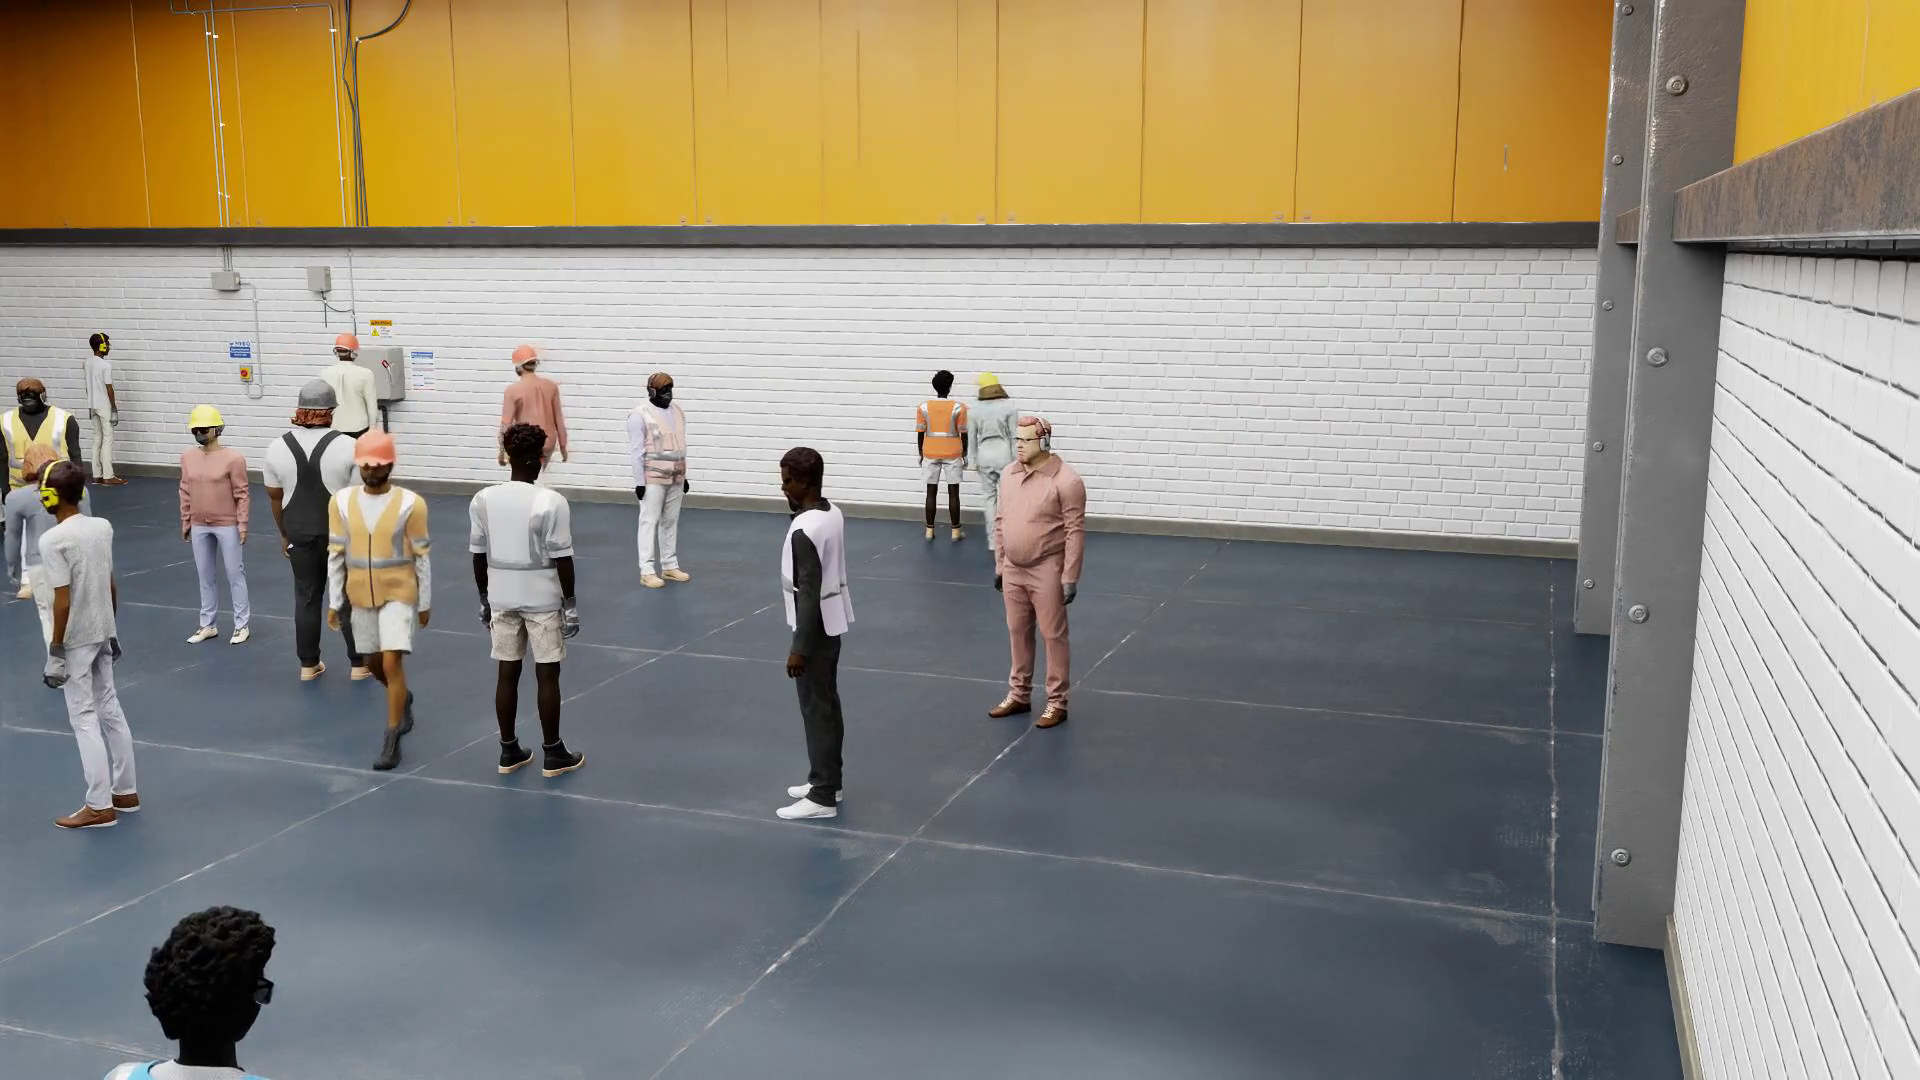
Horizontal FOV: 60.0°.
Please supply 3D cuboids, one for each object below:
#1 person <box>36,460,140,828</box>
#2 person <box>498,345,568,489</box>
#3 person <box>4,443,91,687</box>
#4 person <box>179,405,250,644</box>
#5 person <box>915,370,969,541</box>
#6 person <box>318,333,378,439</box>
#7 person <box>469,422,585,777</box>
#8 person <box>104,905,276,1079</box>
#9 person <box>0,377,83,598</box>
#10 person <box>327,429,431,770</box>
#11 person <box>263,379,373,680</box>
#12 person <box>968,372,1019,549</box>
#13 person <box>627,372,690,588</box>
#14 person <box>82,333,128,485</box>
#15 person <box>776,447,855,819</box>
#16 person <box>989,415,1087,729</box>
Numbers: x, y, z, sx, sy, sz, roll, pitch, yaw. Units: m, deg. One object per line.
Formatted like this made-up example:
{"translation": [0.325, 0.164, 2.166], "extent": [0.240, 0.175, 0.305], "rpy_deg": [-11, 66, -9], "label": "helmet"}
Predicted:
{"translation": [-4.423, 0.524, 8.374], "extent": [0.309, 1.861, 0.535], "rpy_deg": [1, 10, 6], "label": "person"}
{"translation": [-4.263, -0.944, 16.405], "extent": [1.018, 1.937, 0.643], "rpy_deg": [8, 13, 38], "label": "person"}
{"translation": [-6.084, 0.152, 11.129], "extent": [0.529, 1.611, 0.629], "rpy_deg": [-7, 12, -33], "label": "person"}
{"translation": [-5.472, -0.109, 12.210], "extent": [0.523, 1.769, 0.313], "rpy_deg": [1, 10, 6], "label": "person"}
{"translation": [-0.168, -0.831, 16.471], "extent": [0.542, 1.695, 0.316], "rpy_deg": [2, 10, 9], "label": "person"}
{"translation": [-6.493, -1.203, 17.721], "extent": [0.612, 1.994, 0.395], "rpy_deg": [0, 10, 1], "label": "person"}
{"translation": [-2.382, 0.329, 9.177], "extent": [0.614, 1.963, 0.361], "rpy_deg": [3, 10, 16], "label": "person"}
{"translation": [-1.390, 1.528, 3.196], "extent": [0.532, 1.693, 0.319], "rpy_deg": [3, 10, 16], "label": "person"}
{"translation": [-7.639, -0.433, 13.820], "extent": [0.634, 1.841, 0.429], "rpy_deg": [-3, 11, -17], "label": "person"}
{"translation": [-3.297, 0.293, 9.567], "extent": [0.549, 1.909, 0.879], "rpy_deg": [0, 10, 1], "label": "person"}
{"translation": [-4.258, -0.068, 11.205], "extent": [0.684, 2.000, 0.538], "rpy_deg": [0, 10, 0], "label": "person"}
{"translation": [0.340, -0.749, 15.970], "extent": [0.545, 1.709, 0.416], "rpy_deg": [2, 10, 13], "label": "person"}
{"translation": [-2.564, -0.526, 14.341], "extent": [0.429, 1.842, 0.630], "rpy_deg": [7, 12, 34], "label": "person"}
{"translation": [-10.475, -1.595, 20.328], "extent": [0.501, 1.862, 0.330], "rpy_deg": [5, 11, 26], "label": "person"}
{"translation": [-0.745, 0.472, 8.519], "extent": [0.393, 1.915, 0.591], "rpy_deg": [1, 10, 6], "label": "person"}
{"translation": [0.446, 0.189, 10.136], "extent": [0.648, 1.907, 0.401], "rpy_deg": [9, 14, 42], "label": "person"}
